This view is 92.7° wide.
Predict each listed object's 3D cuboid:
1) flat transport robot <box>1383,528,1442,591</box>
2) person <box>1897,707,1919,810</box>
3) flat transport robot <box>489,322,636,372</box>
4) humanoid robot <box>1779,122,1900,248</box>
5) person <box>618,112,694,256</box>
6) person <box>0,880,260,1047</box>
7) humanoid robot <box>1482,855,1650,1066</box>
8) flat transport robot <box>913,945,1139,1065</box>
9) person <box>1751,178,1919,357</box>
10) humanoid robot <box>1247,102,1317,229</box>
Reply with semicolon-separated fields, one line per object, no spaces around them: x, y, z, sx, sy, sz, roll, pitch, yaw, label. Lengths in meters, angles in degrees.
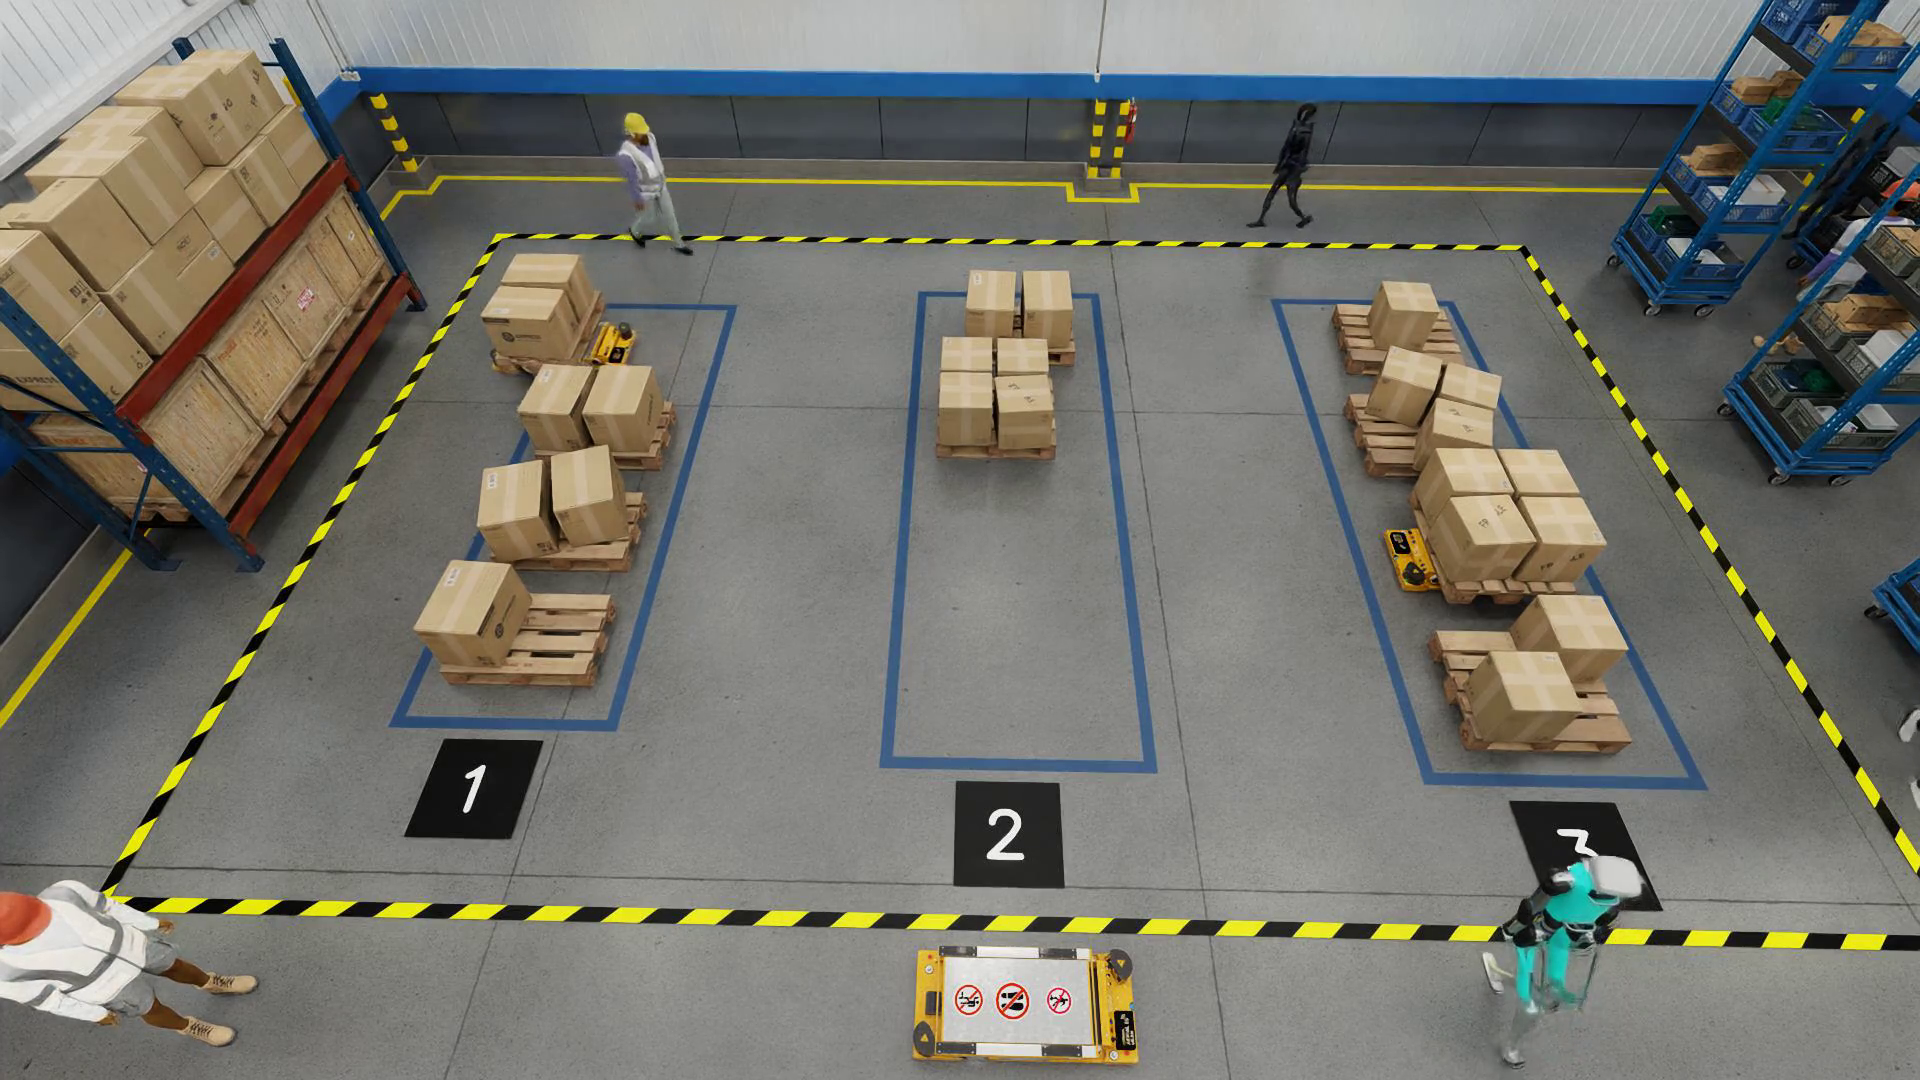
4.689;0.155;8.342;1.431;0.197;0.652;1;51;1;flat transport robot
7.412;1.235;6.470;0.583;1.832;0.737;3;51;2;person
-4.428;-2.163;10.231;1.431;0.197;0.652;1;51;1;flat transport robot
10.650;-4.226;11.028;0.385;1.645;0.592;-10;51;-8;humanoid robot
-3.772;-4.241;10.954;0.763;1.807;0.602;20;54;16;person
-4.883;2.475;5.331;0.384;2.034;0.604;1;51;1;person
3.577;2.592;5.469;0.549;1.843;0.869;2;51;1;humanoid robot
0.422;3.041;6.007;1.431;0.231;0.659;1;51;1;flat transport robot
9.232;-2.815;9.643;0.604;2.034;0.384;1;51;1;person
4.161;-4.593;11.364;0.793;1.648;0.593;-7;51;-6;humanoid robot
